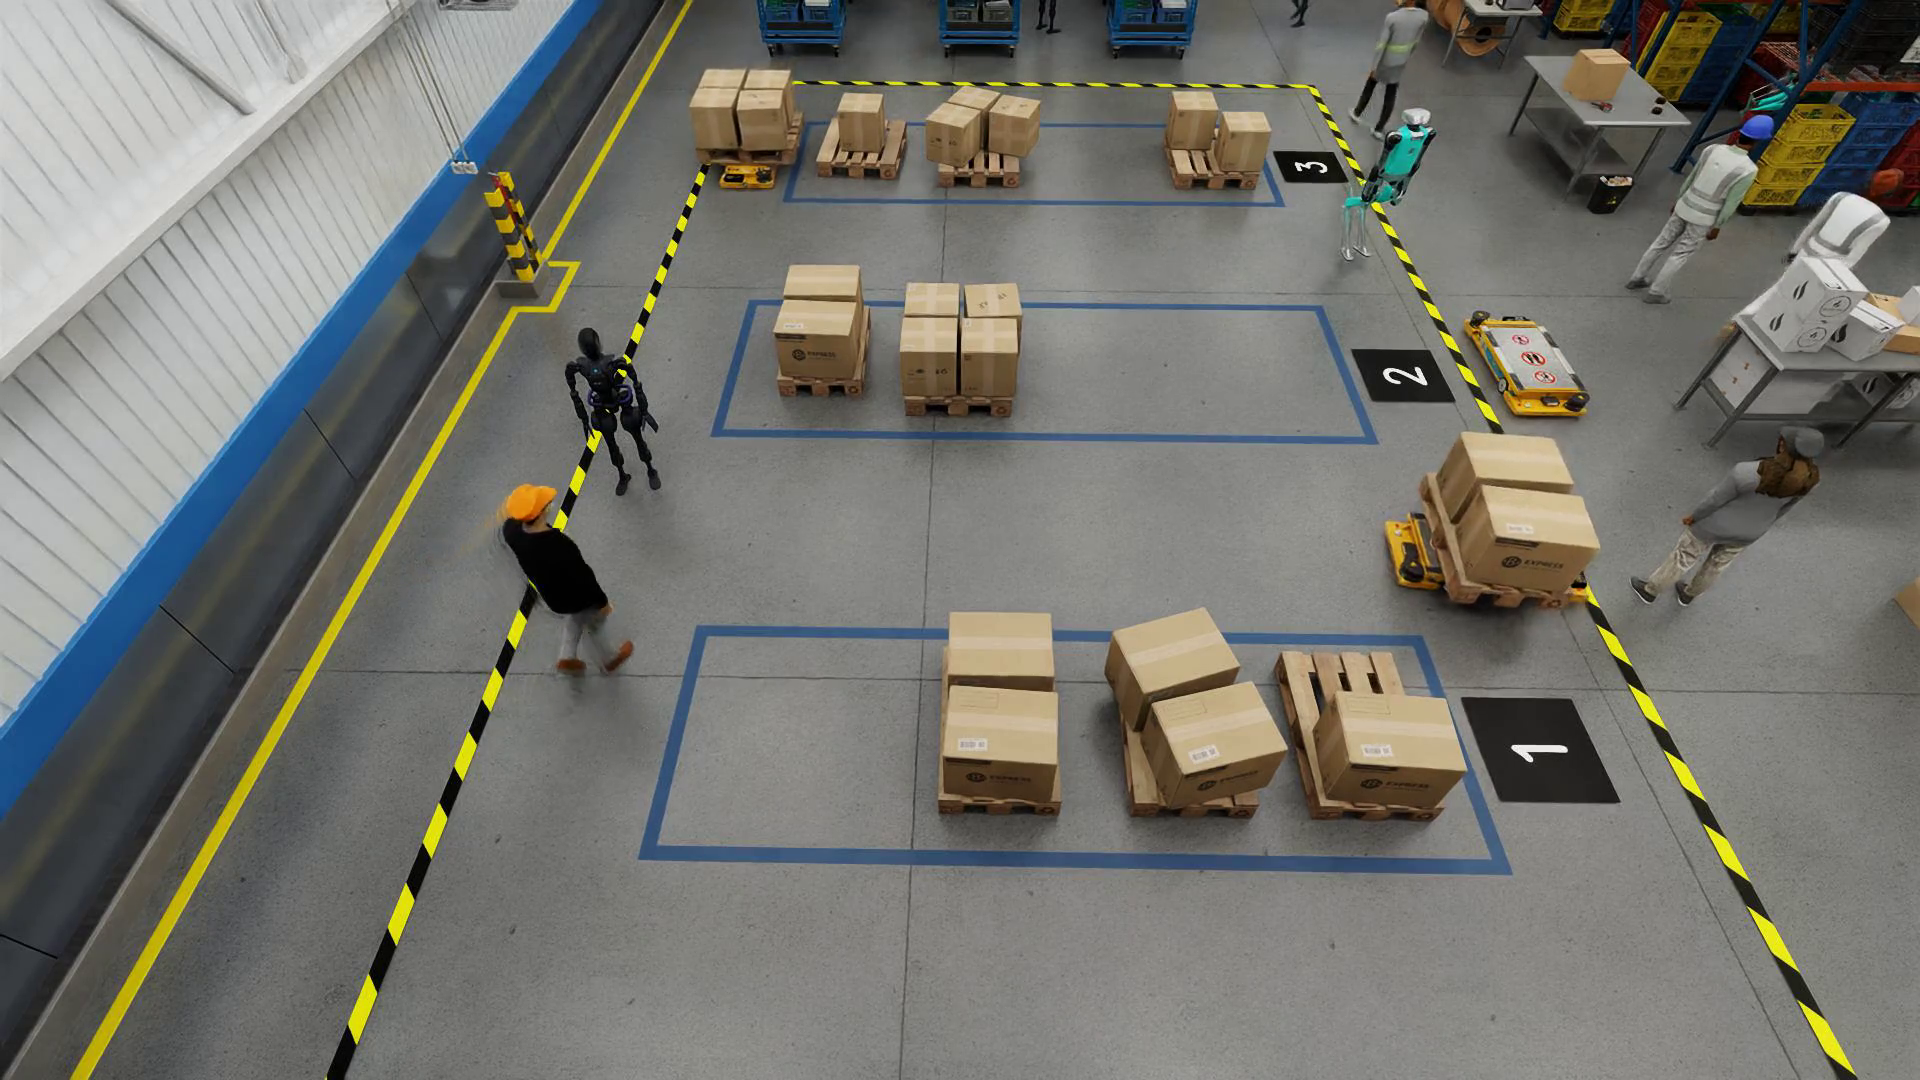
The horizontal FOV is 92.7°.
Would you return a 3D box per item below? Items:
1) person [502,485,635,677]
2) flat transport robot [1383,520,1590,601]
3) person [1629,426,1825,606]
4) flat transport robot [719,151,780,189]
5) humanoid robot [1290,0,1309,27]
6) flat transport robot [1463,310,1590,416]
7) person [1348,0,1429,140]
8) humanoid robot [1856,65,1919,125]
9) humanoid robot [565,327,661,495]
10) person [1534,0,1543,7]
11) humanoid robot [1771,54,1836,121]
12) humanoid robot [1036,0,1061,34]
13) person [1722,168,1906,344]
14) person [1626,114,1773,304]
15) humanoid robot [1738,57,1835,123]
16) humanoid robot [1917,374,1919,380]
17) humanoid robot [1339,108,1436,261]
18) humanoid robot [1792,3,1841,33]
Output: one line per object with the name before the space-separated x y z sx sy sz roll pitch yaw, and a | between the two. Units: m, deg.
person | -2.647 0.350 6.172 0.589 1.873 0.482 24 53 20
flat transport robot | 4.246 0.124 7.407 1.431 0.197 0.652 5 49 4
person | 5.590 -0.122 6.646 0.560 1.769 0.400 5 49 5
flat transport robot | -2.656 -4.982 11.827 0.652 0.197 1.431 1 49 1
humanoid robot | 5.503 -8.958 14.356 0.355 1.651 0.608 -23 53 -19
flat transport robot | 5.573 -1.757 9.054 0.659 0.231 1.431 1 49 1
person | 5.590 -6.273 11.940 0.600 1.815 0.887 -1 49 -1
humanoid robot | 11.568 -5.595 11.443 0.664 1.859 0.545 7 49 6
humanoid robot | -2.808 -1.033 7.485 0.599 1.659 0.315 -8 50 -7
person | 9.710 -9.785 14.886 0.368 1.958 0.602 -24 53 -19
humanoid robot | 11.136 -6.148 11.956 0.775 1.885 0.533 18 51 15
humanoid robot | 1.415 -8.833 14.237 0.315 1.657 0.599 -31 56 -24
person | 8.201 -2.667 8.797 0.869 1.853 0.584 -15 51 -13
person | 7.512 -3.329 9.312 0.415 1.939 0.606 -11 50 -9
humanoid robot | 10.199 -5.635 11.350 0.735 1.677 0.533 20 52 16
humanoid robot | 9.294 -2.194 8.505 0.612 1.648 0.427 2 49 2
humanoid robot | 4.456 -3.853 9.808 0.533 1.677 0.735 -12 50 -10
humanoid robot | 12.814 -7.967 13.503 0.415 1.640 0.611 -30 55 -23
